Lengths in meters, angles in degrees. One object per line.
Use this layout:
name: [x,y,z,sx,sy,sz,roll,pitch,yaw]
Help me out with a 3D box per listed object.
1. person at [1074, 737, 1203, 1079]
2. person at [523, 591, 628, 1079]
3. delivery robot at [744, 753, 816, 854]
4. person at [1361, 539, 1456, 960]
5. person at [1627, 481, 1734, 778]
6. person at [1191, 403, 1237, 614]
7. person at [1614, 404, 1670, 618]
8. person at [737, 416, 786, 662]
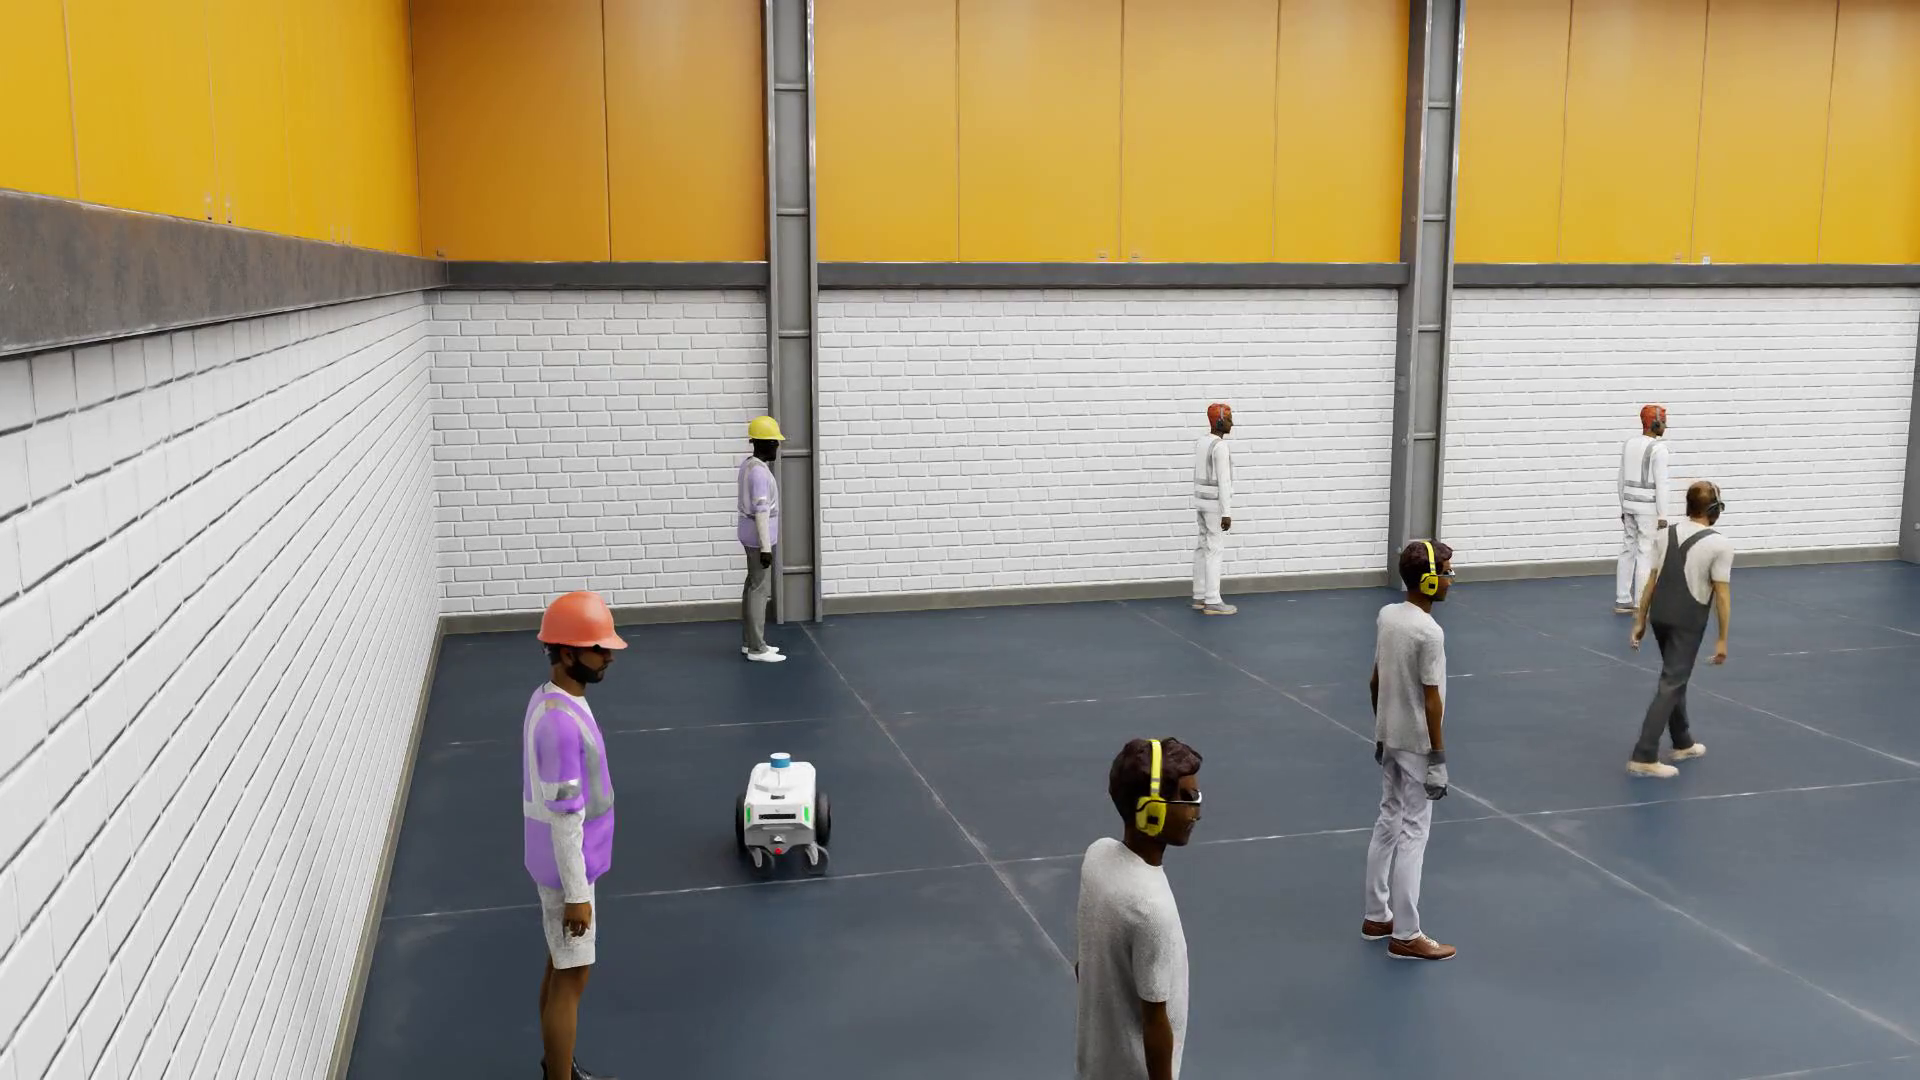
person: [0.456,1.419,4.312,0.311,1.864,0.533,-2,9,-14]
person: [-1.343,1.133,5.877,0.376,1.932,0.551,-2,9,-14]
delivery robot: [-0.922,1.343,8.570,0.477,0.478,0.707,-1,9,-3]
person: [2.010,0.921,7.409,0.310,1.868,0.533,-2,9,-14]
person: [4.377,0.540,10.111,0.823,1.790,0.531,-5,10,-28]
person: [2.270,-0.282,14.869,0.337,1.882,0.584,-2,9,-14]
person: [6.043,-0.255,14.700,0.337,1.882,0.584,-2,9,-14]
person: [-1.548,-0.011,13.043,0.384,1.924,0.594,-2,9,-14]
